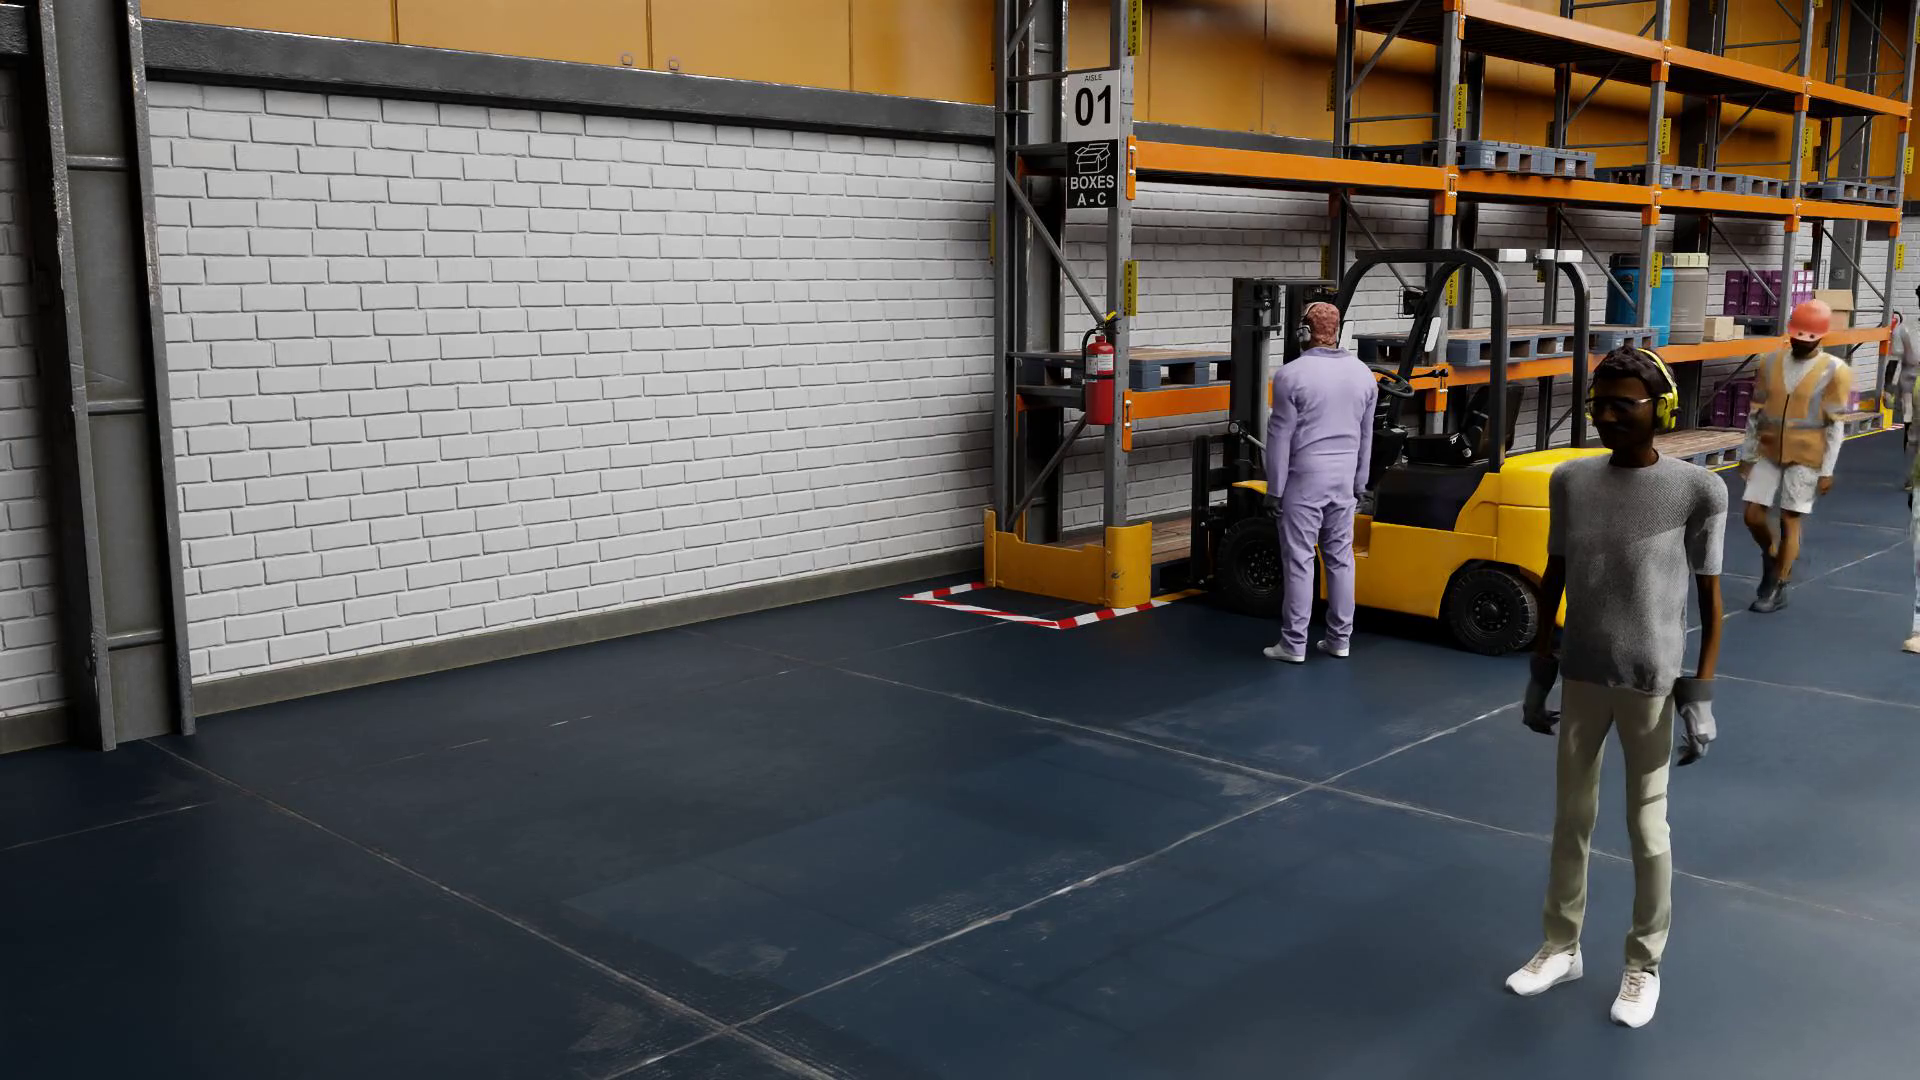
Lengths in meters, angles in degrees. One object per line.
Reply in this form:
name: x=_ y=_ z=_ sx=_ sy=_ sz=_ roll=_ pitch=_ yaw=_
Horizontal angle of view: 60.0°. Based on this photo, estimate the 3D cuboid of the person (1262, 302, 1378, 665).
person: x=1.866 y=-0.297 z=8.777 sx=0.646 sy=1.900 sz=0.403 roll=-5 pitch=10 yaw=-26

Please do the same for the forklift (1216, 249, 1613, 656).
forklift: x=2.710 y=-0.584 z=9.626 sx=2.313 sy=2.155 sz=1.214 roll=9 pitch=13 yaw=43

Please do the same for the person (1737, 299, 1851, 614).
person: x=4.942 y=-0.487 z=9.937 sx=0.512 sy=1.892 sz=0.631 roll=-8 pitch=12 yaw=-39

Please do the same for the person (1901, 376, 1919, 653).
person: x=5.463 y=-0.299 z=9.023 sx=0.731 sy=1.820 sz=0.638 roll=-6 pitch=11 yaw=-33

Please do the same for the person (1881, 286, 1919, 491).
person: x=8.879 y=-1.395 z=15.340 sx=0.653 sy=1.944 sz=0.636 roll=6 pitch=11 yaw=33

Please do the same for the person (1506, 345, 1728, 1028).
person: x=1.818 y=0.399 z=4.592 sx=0.535 sy=1.868 sz=0.309 roll=9 pitch=13 yaw=42
